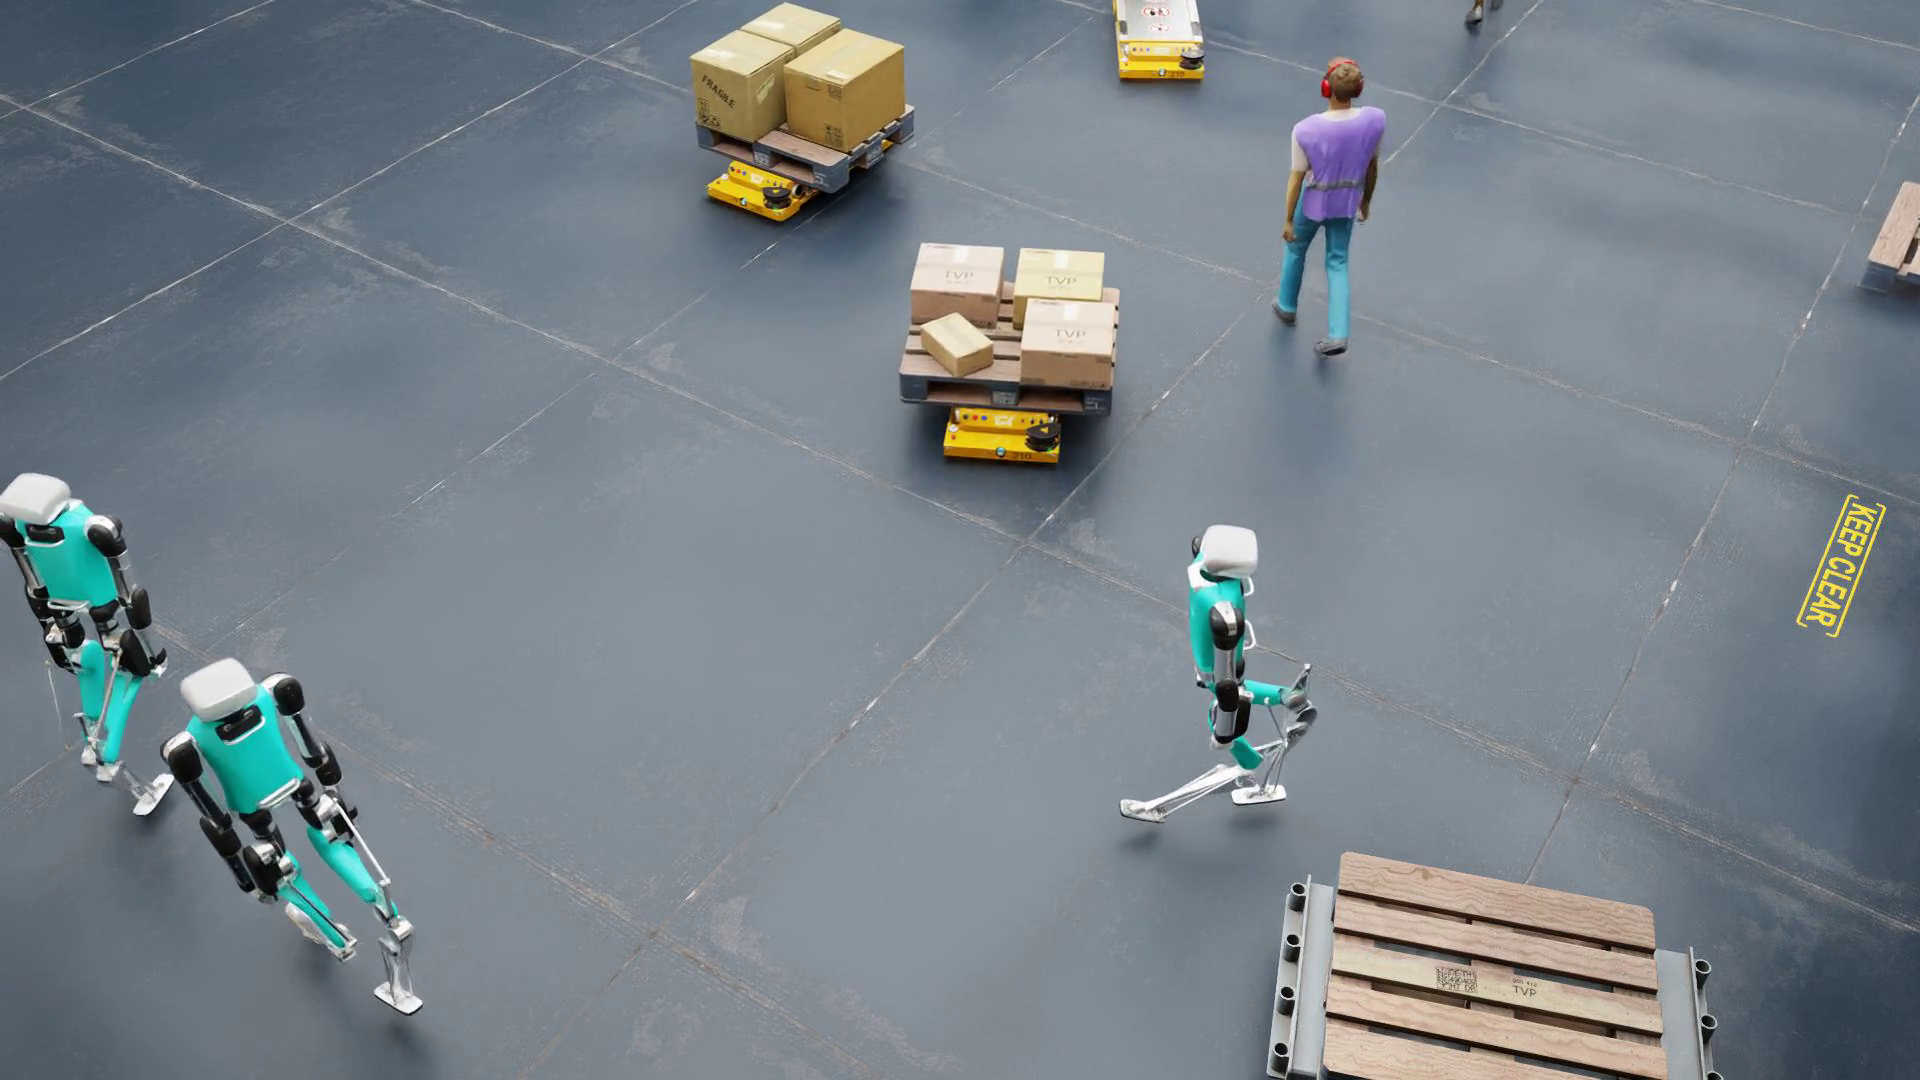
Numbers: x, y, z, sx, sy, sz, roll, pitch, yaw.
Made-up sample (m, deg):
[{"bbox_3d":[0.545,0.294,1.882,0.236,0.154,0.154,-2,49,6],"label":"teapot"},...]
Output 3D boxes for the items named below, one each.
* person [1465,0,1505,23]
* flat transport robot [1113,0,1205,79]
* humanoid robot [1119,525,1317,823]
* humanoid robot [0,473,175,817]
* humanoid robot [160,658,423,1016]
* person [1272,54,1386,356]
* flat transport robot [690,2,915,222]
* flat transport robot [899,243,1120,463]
[{"bbox_3d":[4.398,-5.102,13.259,0.575,1.919,0.777,9,43,10],"label":"person"},{"bbox_3d":[1.584,-4.110,13.378,0.659,0.231,1.431,1,42,1],"label":"flat transport robot"},{"bbox_3d":[1.207,0.622,6.976,1.009,1.729,0.548,-3,42,-3],"label":"humanoid robot"},{"bbox_3d":[-3.700,0.627,7.048,0.541,1.879,0.729,6,42,7],"label":"humanoid robot"},{"bbox_3d":[-2.423,1.244,6.320,1.074,1.732,0.538,30,50,29],"label":"humanoid robot"},{"bbox_3d":[2.187,-1.937,9.792,0.581,1.811,0.837,-5,42,-6],"label":"person"},{"bbox_3d":[-1.096,-2.735,11.840,0.659,0.231,1.431,24,47,24],"label":"flat transport robot"},{"bbox_3d":[0.306,-0.982,9.879,0.659,0.231,1.431,4,42,5],"label":"flat transport robot"}]
